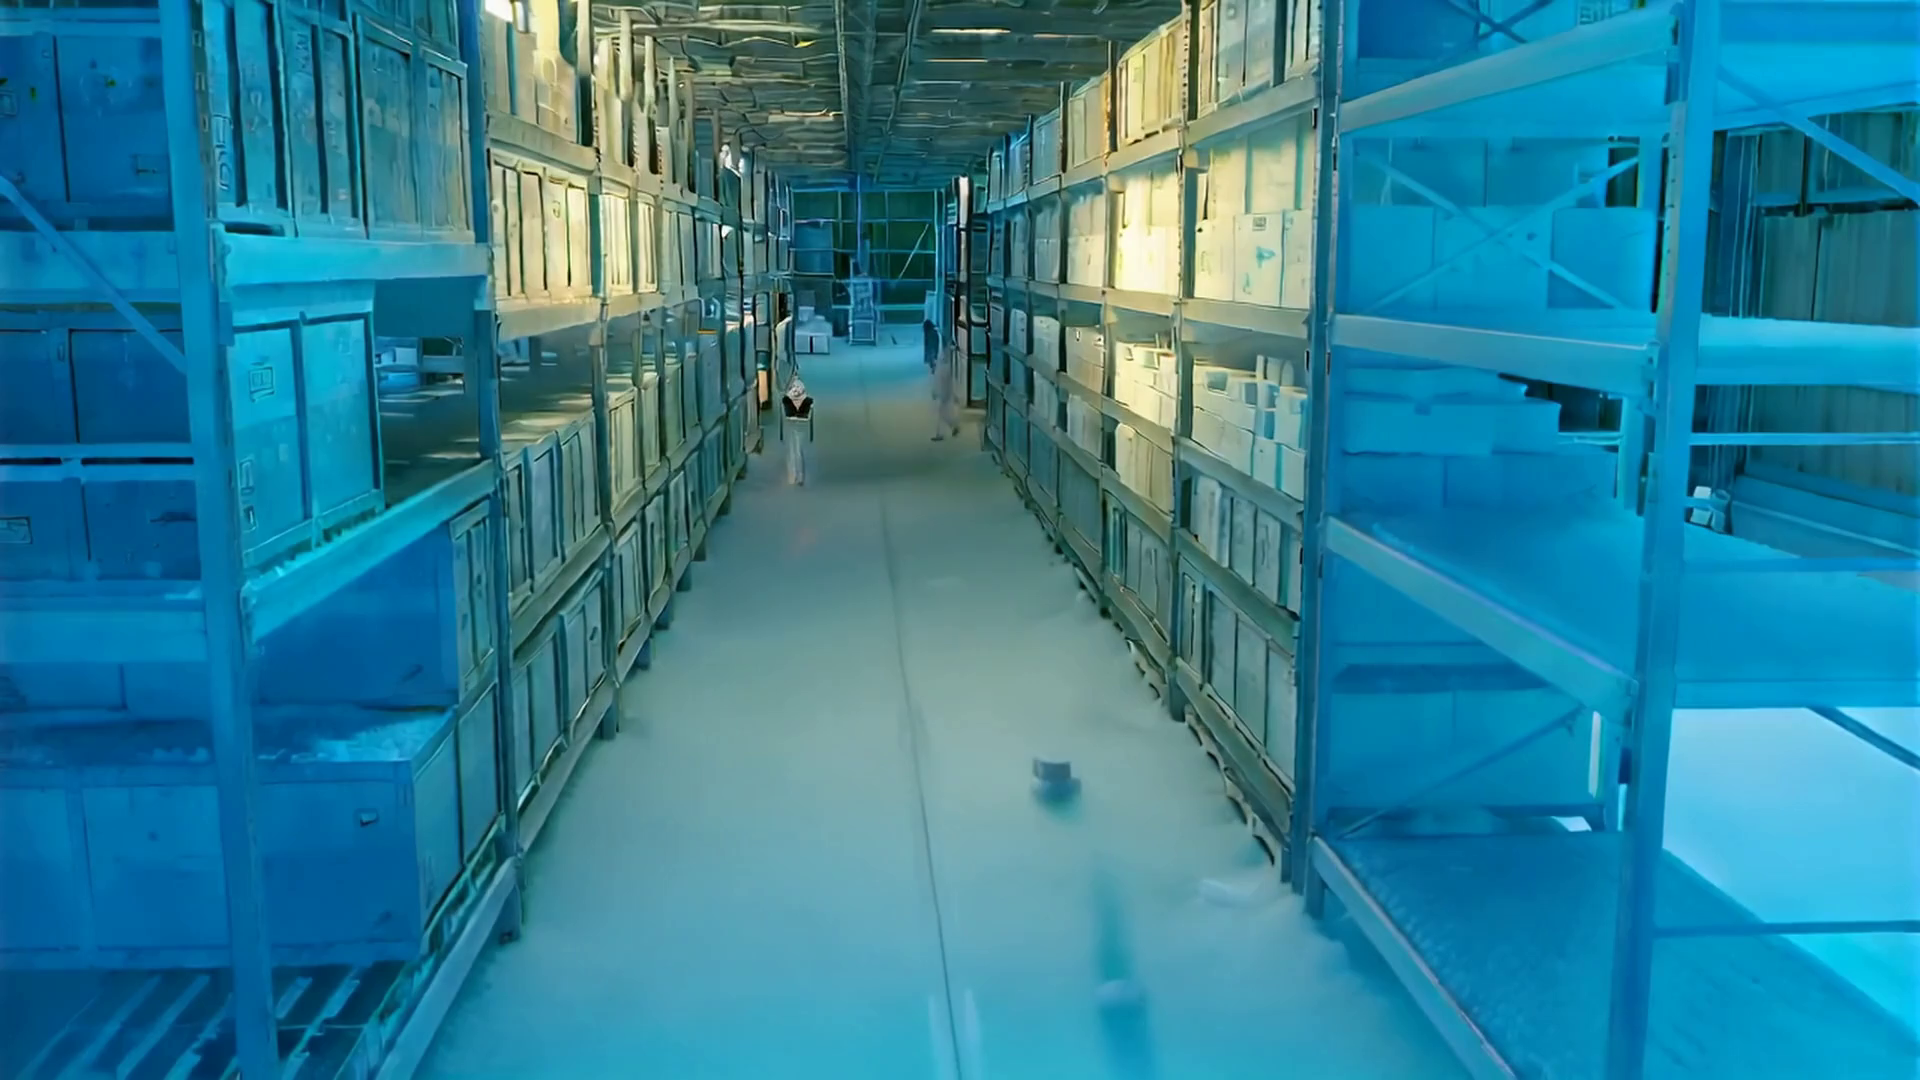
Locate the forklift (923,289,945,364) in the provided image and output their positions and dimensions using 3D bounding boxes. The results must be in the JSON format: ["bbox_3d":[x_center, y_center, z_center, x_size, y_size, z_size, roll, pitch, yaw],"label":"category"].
[{"bbox_3d":[-0.809,-8.121,62.977,1.129,2.768,1.873,-1,10,-3],"label":"forklift"}]

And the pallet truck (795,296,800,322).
[{"bbox_3d":[-8.622,-12.439,91.403,1.885,1.965,0.823,2,10,13],"label":"pallet truck"}]

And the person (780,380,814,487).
[{"bbox_3d":[-2.799,-1.843,28.591,0.597,1.832,0.468,-1,10,-4],"label":"person"}]

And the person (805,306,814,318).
[{"bbox_3d":[-6.542,-9.287,72.787,0.547,1.930,0.390,9,13,43],"label":"person"}]

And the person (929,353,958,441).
[{"bbox_3d":[-0.377,-3.070,35.767,0.483,1.894,0.648,2,10,13],"label":"person"}]
